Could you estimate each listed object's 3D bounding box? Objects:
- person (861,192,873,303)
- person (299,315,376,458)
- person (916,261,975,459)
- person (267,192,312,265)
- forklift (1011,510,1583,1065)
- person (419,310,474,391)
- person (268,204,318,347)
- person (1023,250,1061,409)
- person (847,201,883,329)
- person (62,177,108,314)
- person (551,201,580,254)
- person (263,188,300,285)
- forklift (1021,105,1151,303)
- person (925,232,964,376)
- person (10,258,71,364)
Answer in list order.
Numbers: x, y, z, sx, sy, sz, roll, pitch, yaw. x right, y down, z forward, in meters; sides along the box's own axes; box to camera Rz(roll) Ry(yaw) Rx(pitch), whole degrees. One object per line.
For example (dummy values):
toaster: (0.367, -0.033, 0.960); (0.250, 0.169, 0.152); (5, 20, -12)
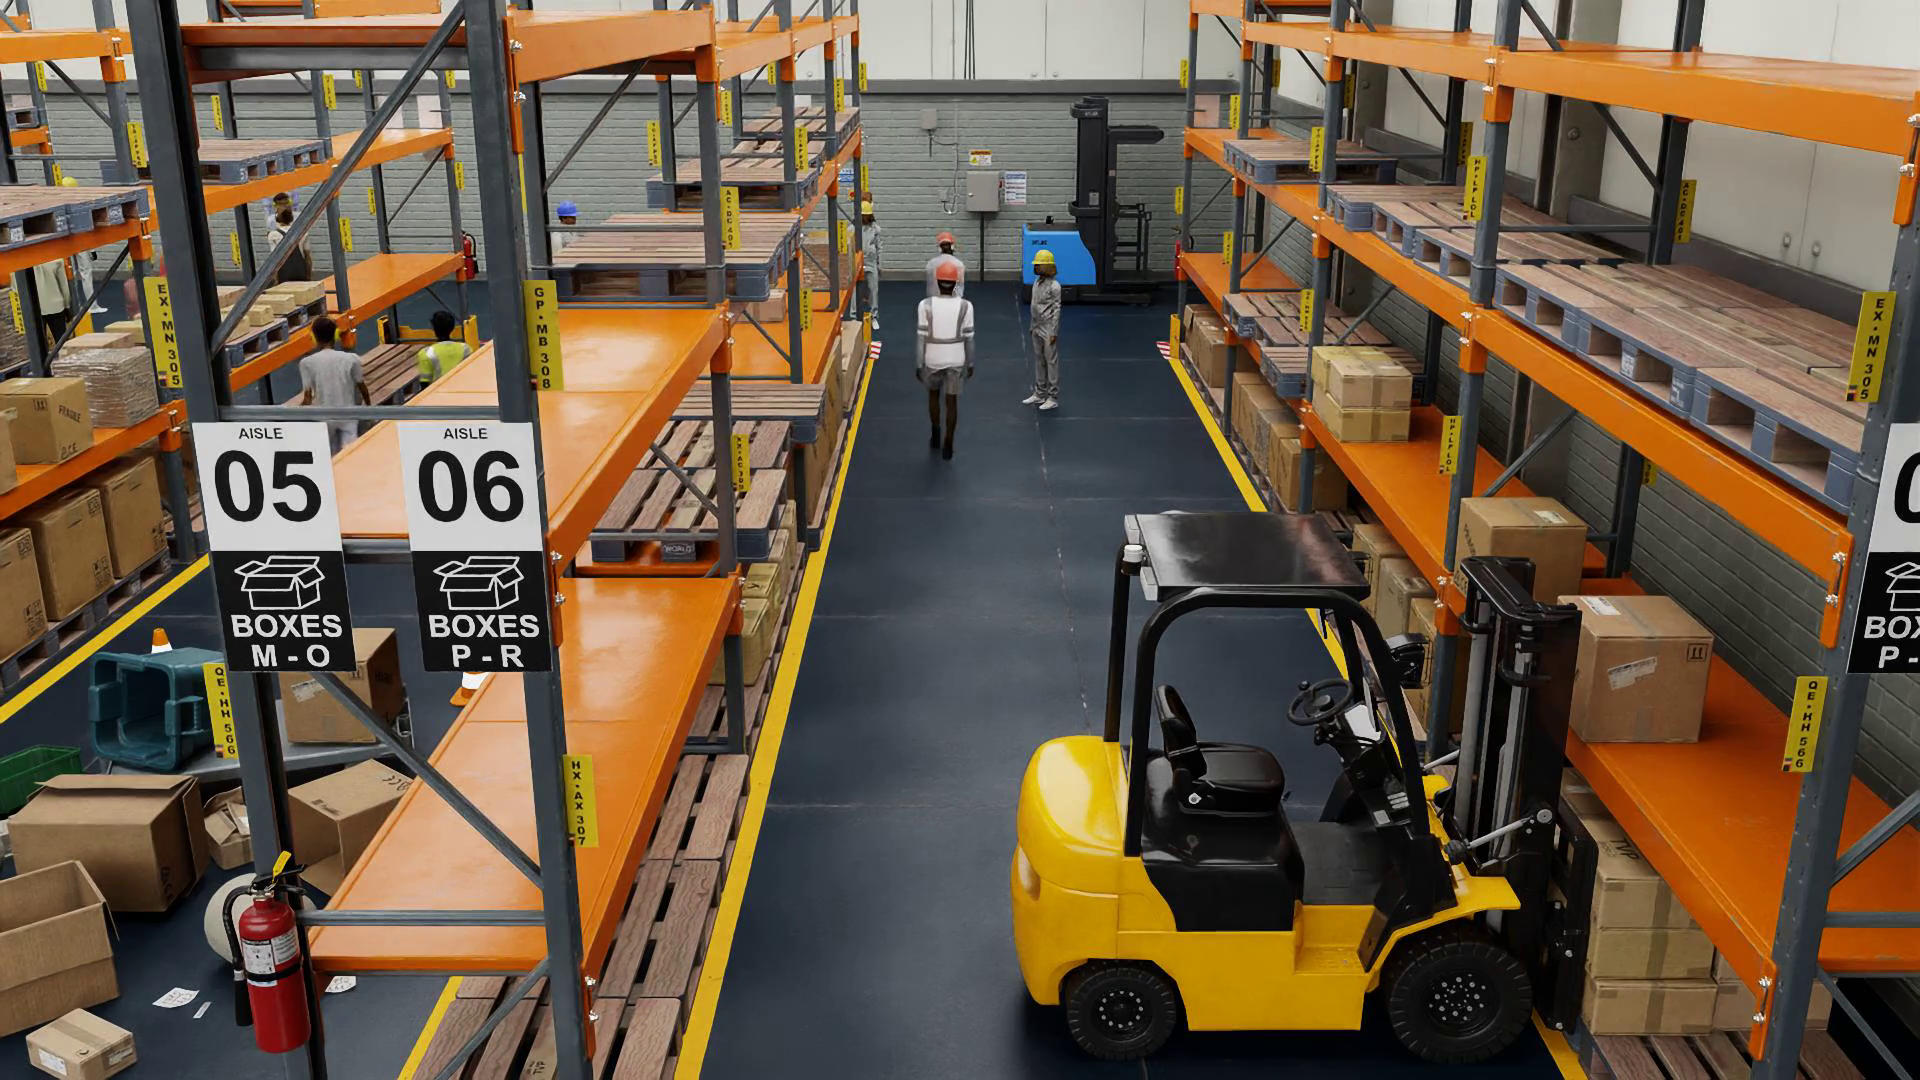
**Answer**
person: (-1.416, -4.324, 24.537); (0.289, 1.625, 0.495); (-1, 18, -3)
person: (-5.316, -1.010, 14.228); (0.506, 1.812, 1.010); (-3, 19, -9)
person: (-0.144, -1.803, 16.452); (0.581, 1.911, 0.774); (0, 18, -1)
person: (-9.212, -3.878, 22.857); (0.557, 1.837, 0.517); (-14, 23, -36)
forklift: (1.387, 1.055, 7.378); (2.313, 2.155, 1.214); (0, 18, 0)
person: (-4.613, -1.235, 15.096); (0.547, 1.687, 0.325); (-17, 25, -41)
person: (-8.529, -3.354, 21.255); (0.506, 1.846, 0.348); (-16, 24, -39)
person: (0.916, -2.313, 18.269); (0.296, 1.744, 0.484); (-11, 21, -29)
person: (-1.281, -3.706, 22.495); (0.486, 1.738, 0.320); (-2, 18, -7)
person: (-12.524, -4.170, 23.594); (0.593, 1.924, 0.381); (4, 19, 11)
person: (-4.878, -3.248, 20.770); (0.389, 1.949, 0.603); (2, 18, 7)
person: (-10.449, -4.860, 25.680); (0.543, 1.928, 0.380); (-14, 23, -35)
forklift: (1.857, -4.944, 24.441); (1.873, 2.768, 1.129); (0, 18, 0)
person: (-0.177, -2.781, 19.727); (0.585, 1.708, 0.504); (12, 22, 31)
person: (-10.330, -2.599, 18.738); (0.376, 1.995, 0.609); (15, 23, 37)
